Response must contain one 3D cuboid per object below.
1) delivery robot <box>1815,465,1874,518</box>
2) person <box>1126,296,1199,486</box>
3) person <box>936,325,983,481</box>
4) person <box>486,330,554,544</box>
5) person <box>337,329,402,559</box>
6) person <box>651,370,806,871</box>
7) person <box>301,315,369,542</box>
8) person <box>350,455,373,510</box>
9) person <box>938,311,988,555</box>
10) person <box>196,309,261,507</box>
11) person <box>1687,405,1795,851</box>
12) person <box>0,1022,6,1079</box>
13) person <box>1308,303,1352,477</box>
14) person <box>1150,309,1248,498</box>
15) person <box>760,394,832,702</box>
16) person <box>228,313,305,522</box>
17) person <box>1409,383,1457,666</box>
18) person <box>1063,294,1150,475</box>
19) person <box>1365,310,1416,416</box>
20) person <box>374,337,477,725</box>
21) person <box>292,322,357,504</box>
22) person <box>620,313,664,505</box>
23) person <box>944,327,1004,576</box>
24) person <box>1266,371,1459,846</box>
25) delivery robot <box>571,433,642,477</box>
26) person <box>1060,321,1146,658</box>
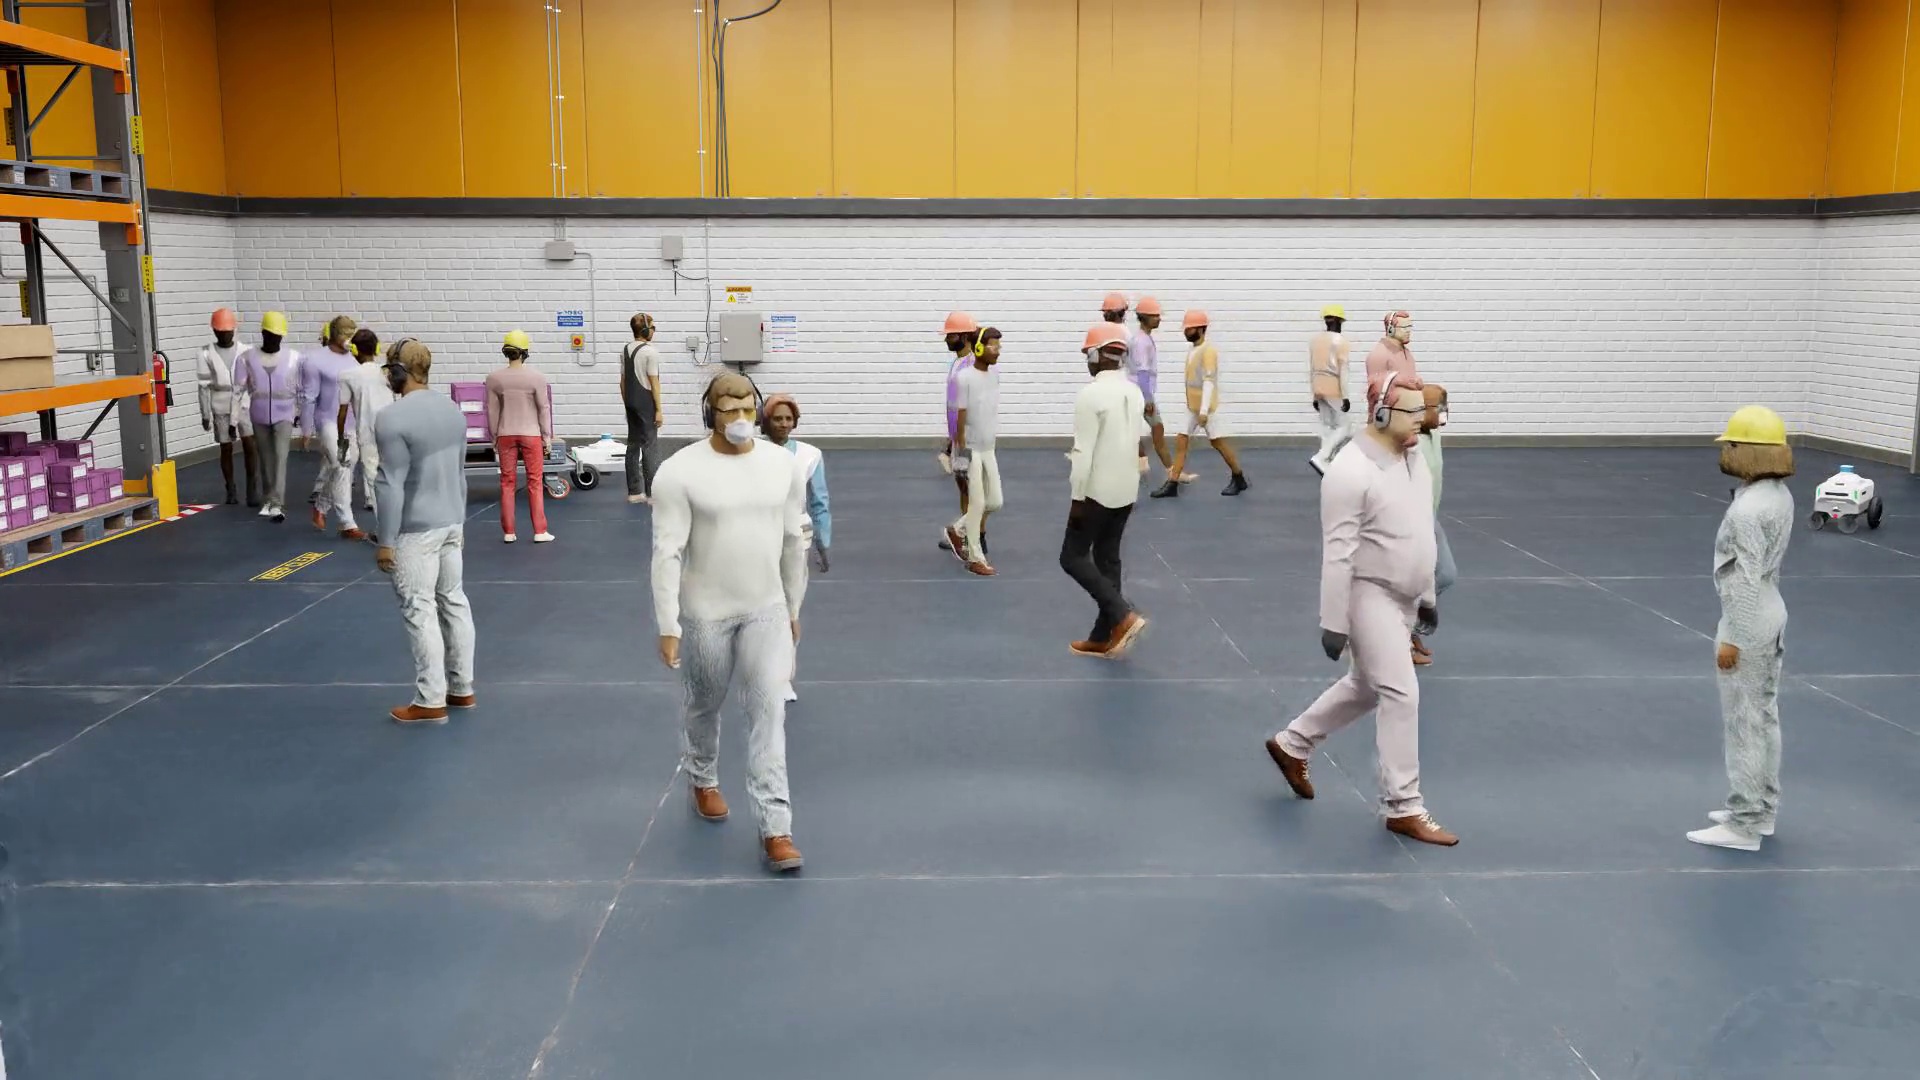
[{"bbox_3d":[7.690,-0.405,14.452,0.477,0.478,0.707,7,12,38],"label":"delivery robot"},{"bbox_3d":[1.916,-1.526,17.257,1.075,1.984,0.626,2,10,15],"label":"person"},{"bbox_3d":[0.073,-1.471,17.872,0.758,1.673,0.537,4,10,25],"label":"person"},{"bbox_3d":[-3.631,-0.846,13.735,0.524,1.770,0.315,0,9,3],"label":"person"},{"bbox_3d":[-4.621,-0.765,13.170,0.563,1.797,1.004,-7,12,-38],"label":"person"},{"bbox_3d":[-0.891,0.277,6.512,0.649,1.886,1.045,-4,10,-23],"label":"person"},{"bbox_3d":[-5.297,-0.958,14.075,0.919,1.900,0.643,6,11,34],"label":"person"},{"bbox_3d":[-5.731,-1.088,15.751,0.524,1.596,0.849,-5,10,-27],"label":"person"},{"bbox_3d":[0.019,-0.846,13.215,0.377,1.936,0.549,-3,10,-18],"label":"person"},{"bbox_3d":[-6.935,-1.242,15.823,0.563,1.883,0.812,-5,10,-27],"label":"person"},{"bbox_3d":[3.076,0.340,6.537,0.317,1.743,0.492,7,12,39],"label":"person"},{"bbox_3d":[-1.543,0.921,2.397,0.635,1.931,0.510,8,12,39],"label":"person"},{"bbox_3d":[3.948,-1.569,17.744,0.498,1.897,0.627,-5,11,-29],"label":"person"},{"bbox_3d":[2.434,-1.345,16.511,1.037,1.886,0.573,-3,10,-17],"label":"person"},{"bbox_3d":[-0.923,0.056,8.613,0.545,1.620,0.457,-4,10,-22],"label":"person"},{"bbox_3d":[-6.245,-1.110,15.047,0.659,1.866,0.979,-3,10,-16],"label":"person"},{"bbox_3d":[2.641,-0.082,9.480,0.350,1.618,0.532,7,12,37],"label":"person"},{"bbox_3d":[1.651,-1.715,18.385,1.041,1.987,0.613,2,10,14],"label":"person"},{"bbox_3d":[3.765,-1.033,14.454,0.401,1.910,0.642,8,12,39],"label":"person"},{"bbox_3d":[-2.684,-0.043,8.336,0.380,1.932,0.639,3,10,17],"label":"person"},{"bbox_3d":[-6.184,-1.263,16.323,0.611,1.772,0.938,1,9,7],"label":"person"},{"bbox_3d":[-3.051,-1.255,16.003,0.507,1.846,0.351,8,12,40],"label":"person"},{"bbox_3d":[0.087,-0.660,12.359,0.525,1.848,0.520,8,12,41],"label":"person"},{"bbox_3d":[1.642,0.240,6.775,0.898,1.872,0.679,8,12,40],"label":"person"},{"bbox_3d":[-3.661,-0.862,17.255,0.707,0.478,0.477,-3,10,-16],"label":"delivery robot"},{"bbox_3d":[0.856,-0.266,9.580,0.514,1.967,0.619,8,12,39],"label":"person"}]
